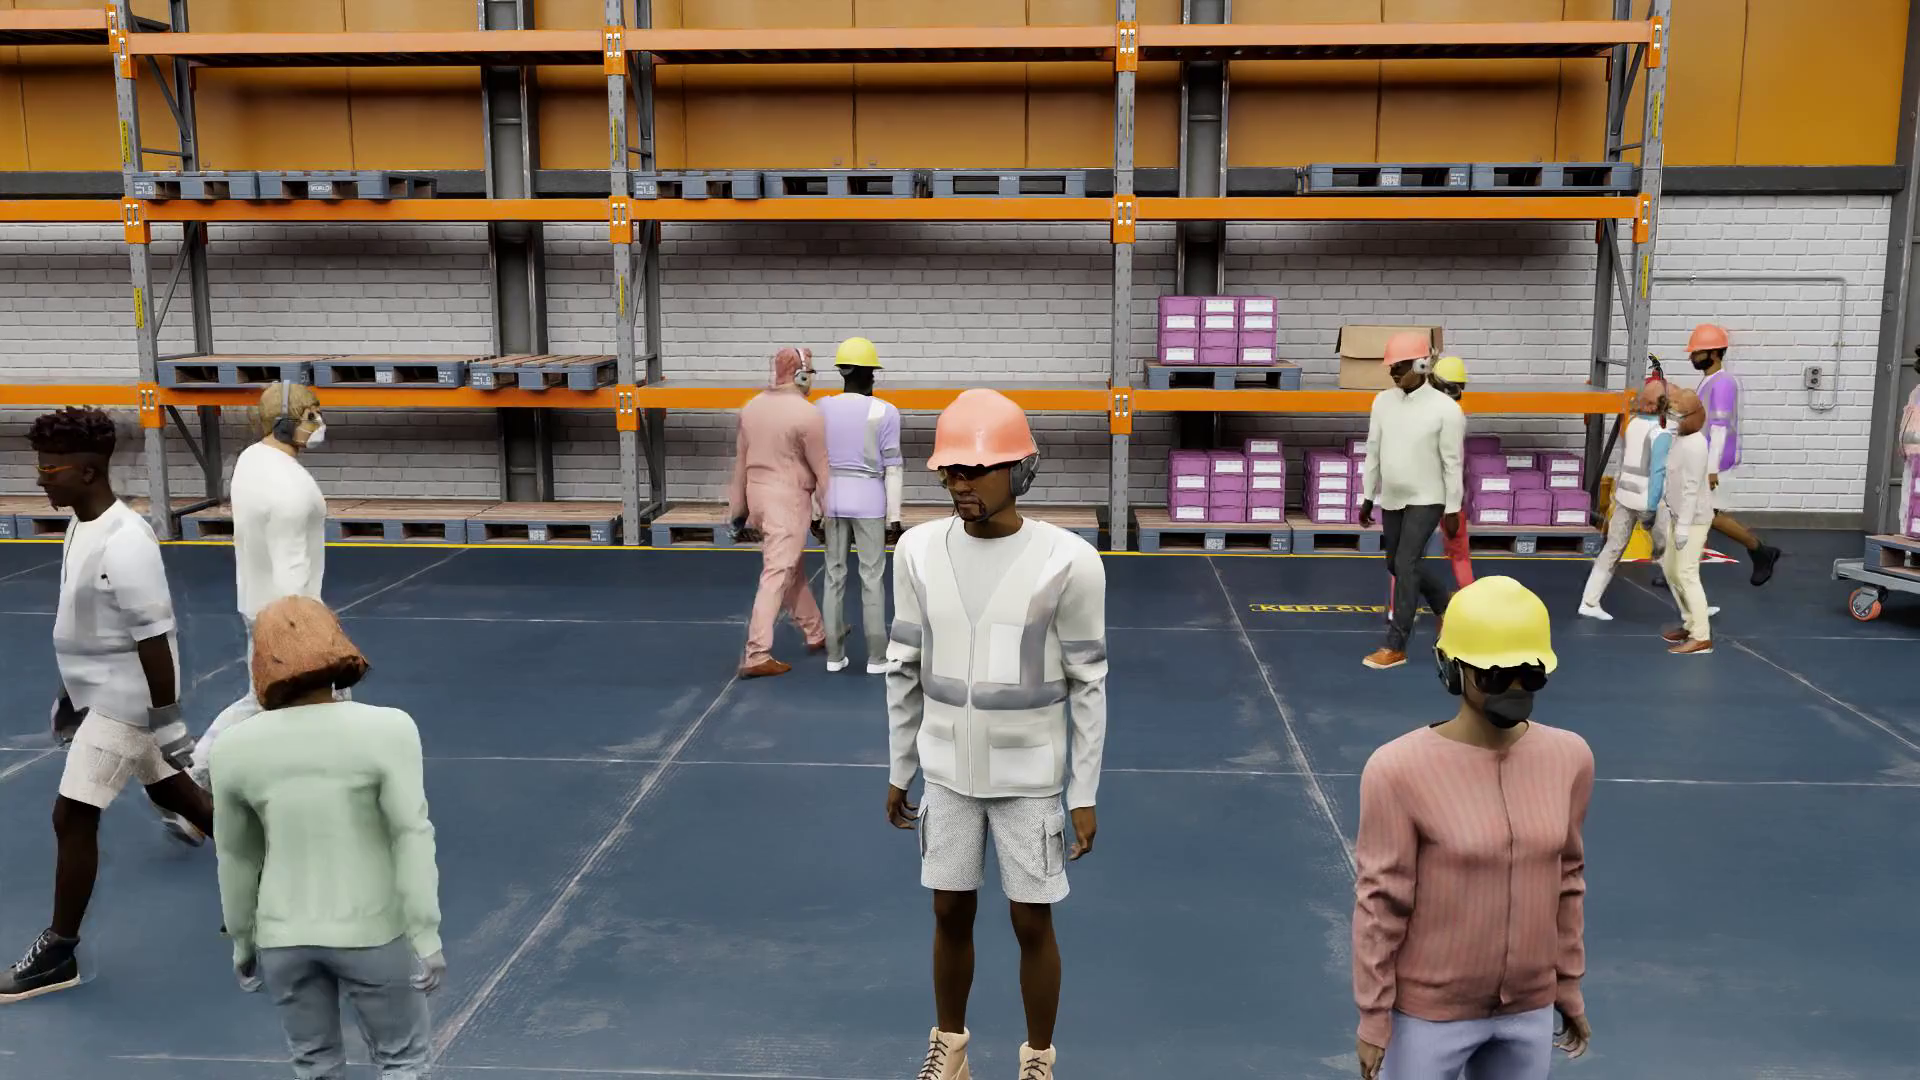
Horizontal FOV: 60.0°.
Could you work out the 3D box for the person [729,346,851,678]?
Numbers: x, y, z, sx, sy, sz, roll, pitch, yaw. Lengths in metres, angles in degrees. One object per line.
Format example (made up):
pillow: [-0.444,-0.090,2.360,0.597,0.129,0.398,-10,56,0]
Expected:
person: [-0.930,-0.178,9.600,0.959,1.857,0.658,-9,13,-43]

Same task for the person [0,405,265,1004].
person: [-2.743,0.496,5.544,1.027,1.914,0.582,-6,11,-32]

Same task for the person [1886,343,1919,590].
person: [6.907,-0.515,11.694,0.590,1.824,0.636,1,10,6]

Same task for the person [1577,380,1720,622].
person: [4.461,-0.243,10.796,0.879,1.588,0.519,-2,10,-10]

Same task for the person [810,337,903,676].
person: [-0.599,-0.184,9.461,0.590,1.923,0.384,3,10,18]

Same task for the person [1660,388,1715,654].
person: [4.337,-0.109,9.925,0.409,1.605,0.525,2,10,12]

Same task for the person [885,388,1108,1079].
person: [0.073,0.618,4.416,0.614,2.041,0.393,4,11,23]

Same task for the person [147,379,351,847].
person: [-2.770,0.305,6.663,0.886,1.906,0.638,-9,13,-41]

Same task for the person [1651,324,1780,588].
person: [5.394,-0.570,11.767,0.742,1.913,0.552,2,10,11]

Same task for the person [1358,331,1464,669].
person: [2.712,-0.253,9.785,0.886,1.959,0.613,-7,12,-35]

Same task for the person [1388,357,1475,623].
person: [3.152,-0.315,10.781,0.869,1.725,0.542,-4,11,-24]

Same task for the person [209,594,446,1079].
person: [-1.458,0.936,3.810,0.547,1.602,0.540,0,10,2]

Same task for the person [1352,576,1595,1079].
person: [1.040,0.938,3.353,0.535,1.767,0.316,-3,10,-16]
